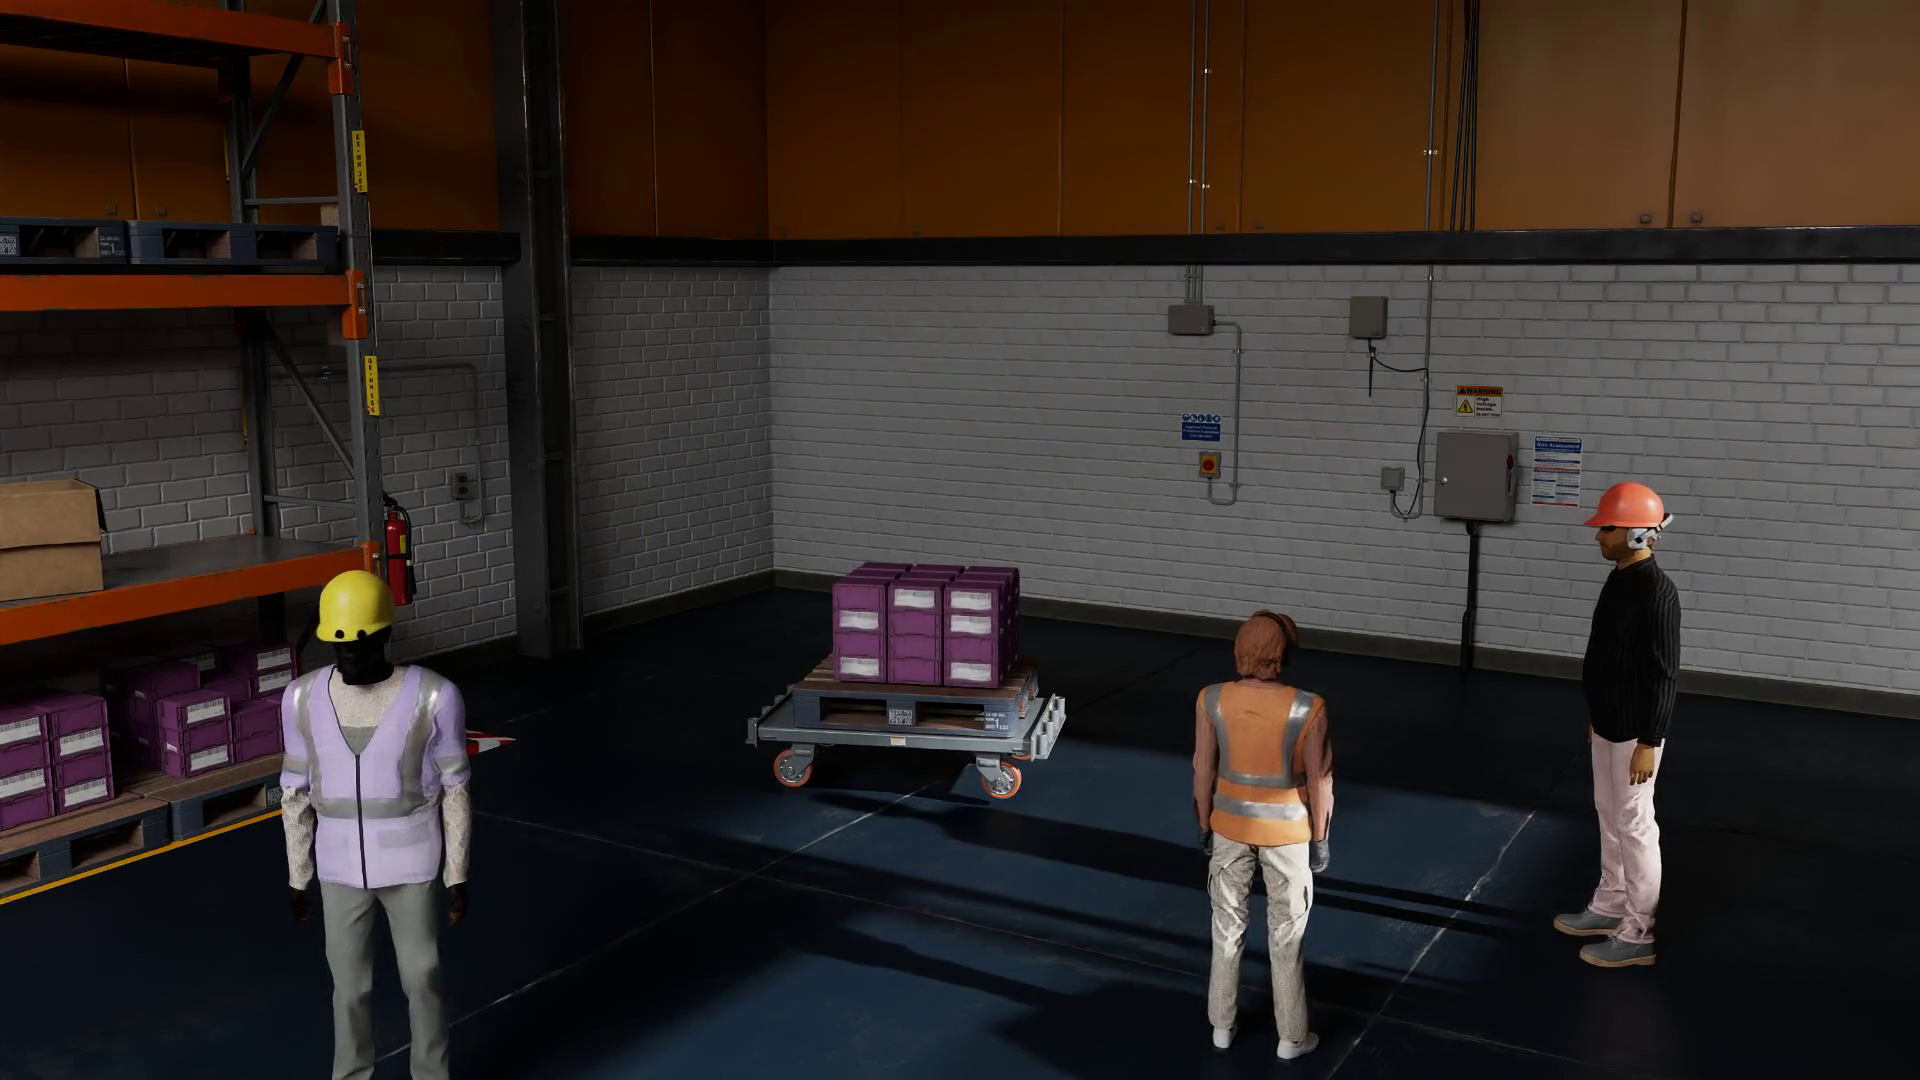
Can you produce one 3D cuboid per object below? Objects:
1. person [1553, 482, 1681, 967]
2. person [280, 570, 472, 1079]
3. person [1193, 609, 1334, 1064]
[{"bbox_3d":[2.729,0.753,6.860,0.389,1.992,0.625,1,9,3],"label":"person"},{"bbox_3d":[-1.863,1.037,5.309,0.594,1.922,0.386,0,9,-1],"label":"person"},{"bbox_3d":[1.088,1.067,6.004,0.512,1.642,0.312,5,10,26],"label":"person"}]
